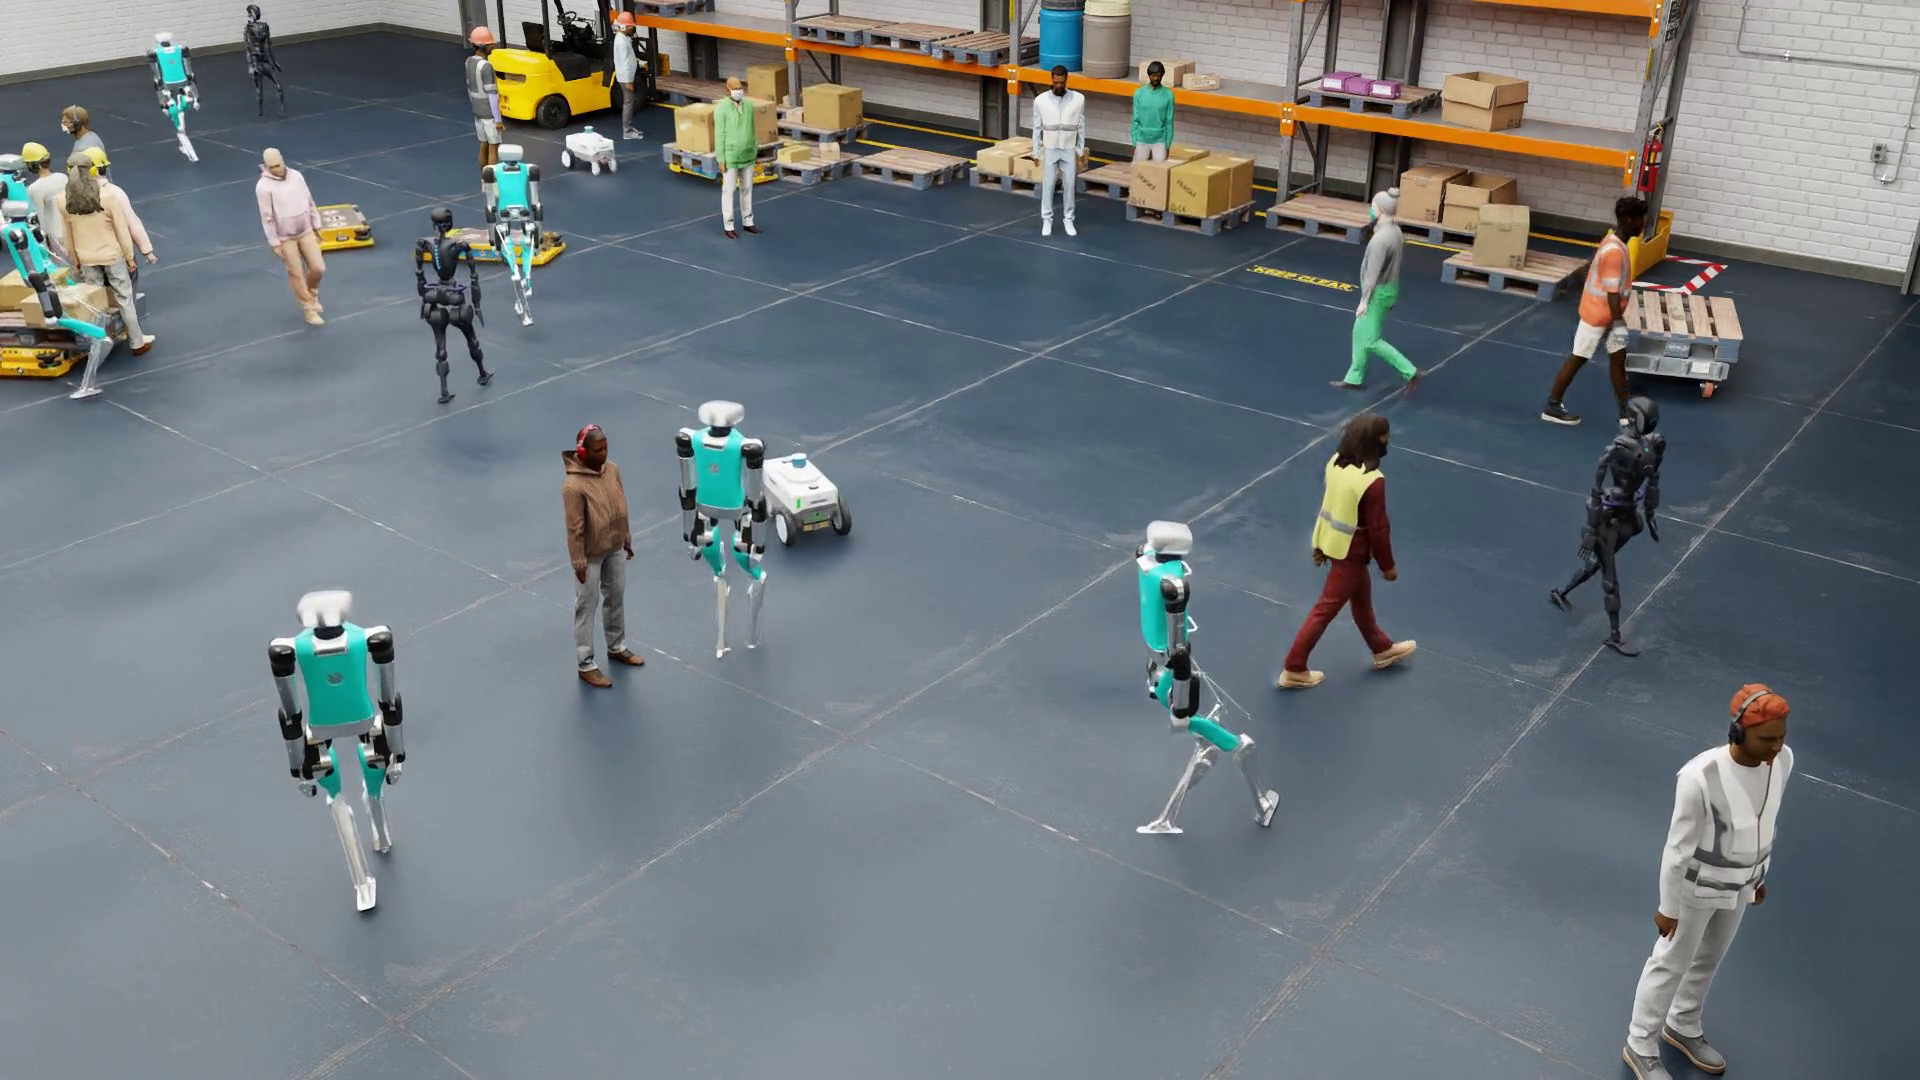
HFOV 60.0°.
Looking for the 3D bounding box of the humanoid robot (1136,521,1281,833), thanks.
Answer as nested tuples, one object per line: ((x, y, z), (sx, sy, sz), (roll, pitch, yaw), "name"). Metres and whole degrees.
((1.326, 0.717, 8.431), (0.921, 1.792, 0.541), (-5, 26, -10), "humanoid robot")

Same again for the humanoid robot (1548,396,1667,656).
((4.080, -0.154, 10.354), (0.590, 1.620, 0.843), (-13, 29, -25), "humanoid robot")

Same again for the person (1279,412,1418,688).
((2.341, 0.069, 9.756), (0.944, 1.718, 0.470), (-5, 26, -11), "person")

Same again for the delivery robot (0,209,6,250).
((-10.418, -3.448, 18.386), (0.499, 0.597, 0.798), (-21, 33, -36), "delivery robot")

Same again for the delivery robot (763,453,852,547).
((-1.128, -0.308, 11.899), (0.499, 0.613, 0.796), (-12, 28, -24), "delivery robot")

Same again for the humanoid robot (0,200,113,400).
((-7.505, -2.007, 14.026), (0.754, 1.783, 0.540), (-14, 29, -26), "humanoid robot")

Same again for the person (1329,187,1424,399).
((3.607, -2.085, 14.107), (0.754, 1.814, 0.513), (12, 28, 23), "person")

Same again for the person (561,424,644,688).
((-2.140, 0.073, 9.840), (0.309, 1.644, 0.460), (15, 30, 29), "person")

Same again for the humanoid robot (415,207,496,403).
((-4.357, -2.045, 14.216), (0.585, 1.631, 0.713), (3, 26, 7), "humanoid robot")

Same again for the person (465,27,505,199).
((-5.758, -5.229, 20.364), (0.389, 2.040, 0.613), (-20, 32, -35), "person")

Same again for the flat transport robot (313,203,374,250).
((-7.143, -3.579, 18.982), (0.659, 0.231, 1.431), (-12, 28, -23), "flat transport robot")

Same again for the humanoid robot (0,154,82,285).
((-8.427, -2.670, 15.432), (0.684, 1.819, 0.539), (-3, 26, -6), "humanoid robot")

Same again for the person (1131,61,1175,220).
((2.235, -4.640, 19.373), (0.496, 1.843, 0.404), (4, 26, 8), "person")

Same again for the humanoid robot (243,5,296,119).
((-10.292, -7.057, 24.575), (0.567, 1.640, 0.596), (9, 27, 17), "humanoid robot")

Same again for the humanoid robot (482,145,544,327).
((-4.156, -2.801, 15.735), (0.557, 1.758, 1.042), (-10, 27, -19), "humanoid robot")

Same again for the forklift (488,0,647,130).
((-5.874, -7.334, 24.552), (1.214, 2.155, 2.313), (19, 32, 34), "forklift")

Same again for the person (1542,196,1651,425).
((5.304, -1.806, 13.413), (0.979, 1.918, 0.617), (13, 29, 25), "person")

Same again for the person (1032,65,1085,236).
((1.113, -4.410, 18.825), (0.597, 1.909, 0.399), (-2, 26, -5), "person")

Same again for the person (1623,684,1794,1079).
((3.071, 1.415, 6.783), (0.582, 1.882, 0.340), (-12, 28, -24), "person")

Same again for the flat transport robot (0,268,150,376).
((-8.290, -1.835, 15.371), (0.659, 0.231, 1.431), (2, 26, 4), "flat transport robot")

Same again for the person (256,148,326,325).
((-6.365, -2.890, 15.857), (0.553, 1.746, 0.448), (-23, 34, -40), "person")

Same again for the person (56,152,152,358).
((-7.750, -2.551, 15.009), (0.557, 1.877, 0.409), (-5, 26, -10), "person")

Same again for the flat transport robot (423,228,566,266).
((-5.127, -3.214, 18.227), (1.431, 0.231, 0.659), (4, 26, 8), "flat transport robot")

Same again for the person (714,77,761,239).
((-2.511, -4.318, 18.773), (0.553, 1.782, 0.384), (-21, 33, -37), "person")

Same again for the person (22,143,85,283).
((-8.632, -2.916, 15.901), (0.337, 1.760, 0.530), (6, 26, 12), "person")

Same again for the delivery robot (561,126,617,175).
((-4.871, -5.127, 21.879), (0.499, 0.611, 0.809), (-23, 34, -39), "delivery robot")

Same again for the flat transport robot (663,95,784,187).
((-3.063, -4.819, 21.551), (1.431, 0.231, 0.659), (23, 34, 39), "flat transport robot")

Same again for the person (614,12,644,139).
((-4.669, -6.537, 23.420), (0.350, 1.737, 0.572), (-4, 26, -9), "person")

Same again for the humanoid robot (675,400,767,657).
((-1.338, -0.063, 10.067), (0.560, 1.824, 0.762), (6, 26, 12), "humanoid robot")

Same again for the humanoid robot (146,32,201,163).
((-10.425, -5.851, 22.042), (0.556, 1.759, 1.046), (-20, 32, -35), "humanoid robot")

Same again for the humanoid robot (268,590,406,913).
((-2.921, 0.961, 7.970), (0.545, 1.852, 0.856), (-9, 27, -18), "humanoid robot")

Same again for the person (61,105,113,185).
((-8.613, -3.364, 16.618), (0.377, 1.940, 0.627), (-12, 28, -23), "person")

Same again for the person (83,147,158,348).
((-7.817, -2.657, 15.253), (0.821, 1.855, 0.430), (2, 26, 4), "person")
